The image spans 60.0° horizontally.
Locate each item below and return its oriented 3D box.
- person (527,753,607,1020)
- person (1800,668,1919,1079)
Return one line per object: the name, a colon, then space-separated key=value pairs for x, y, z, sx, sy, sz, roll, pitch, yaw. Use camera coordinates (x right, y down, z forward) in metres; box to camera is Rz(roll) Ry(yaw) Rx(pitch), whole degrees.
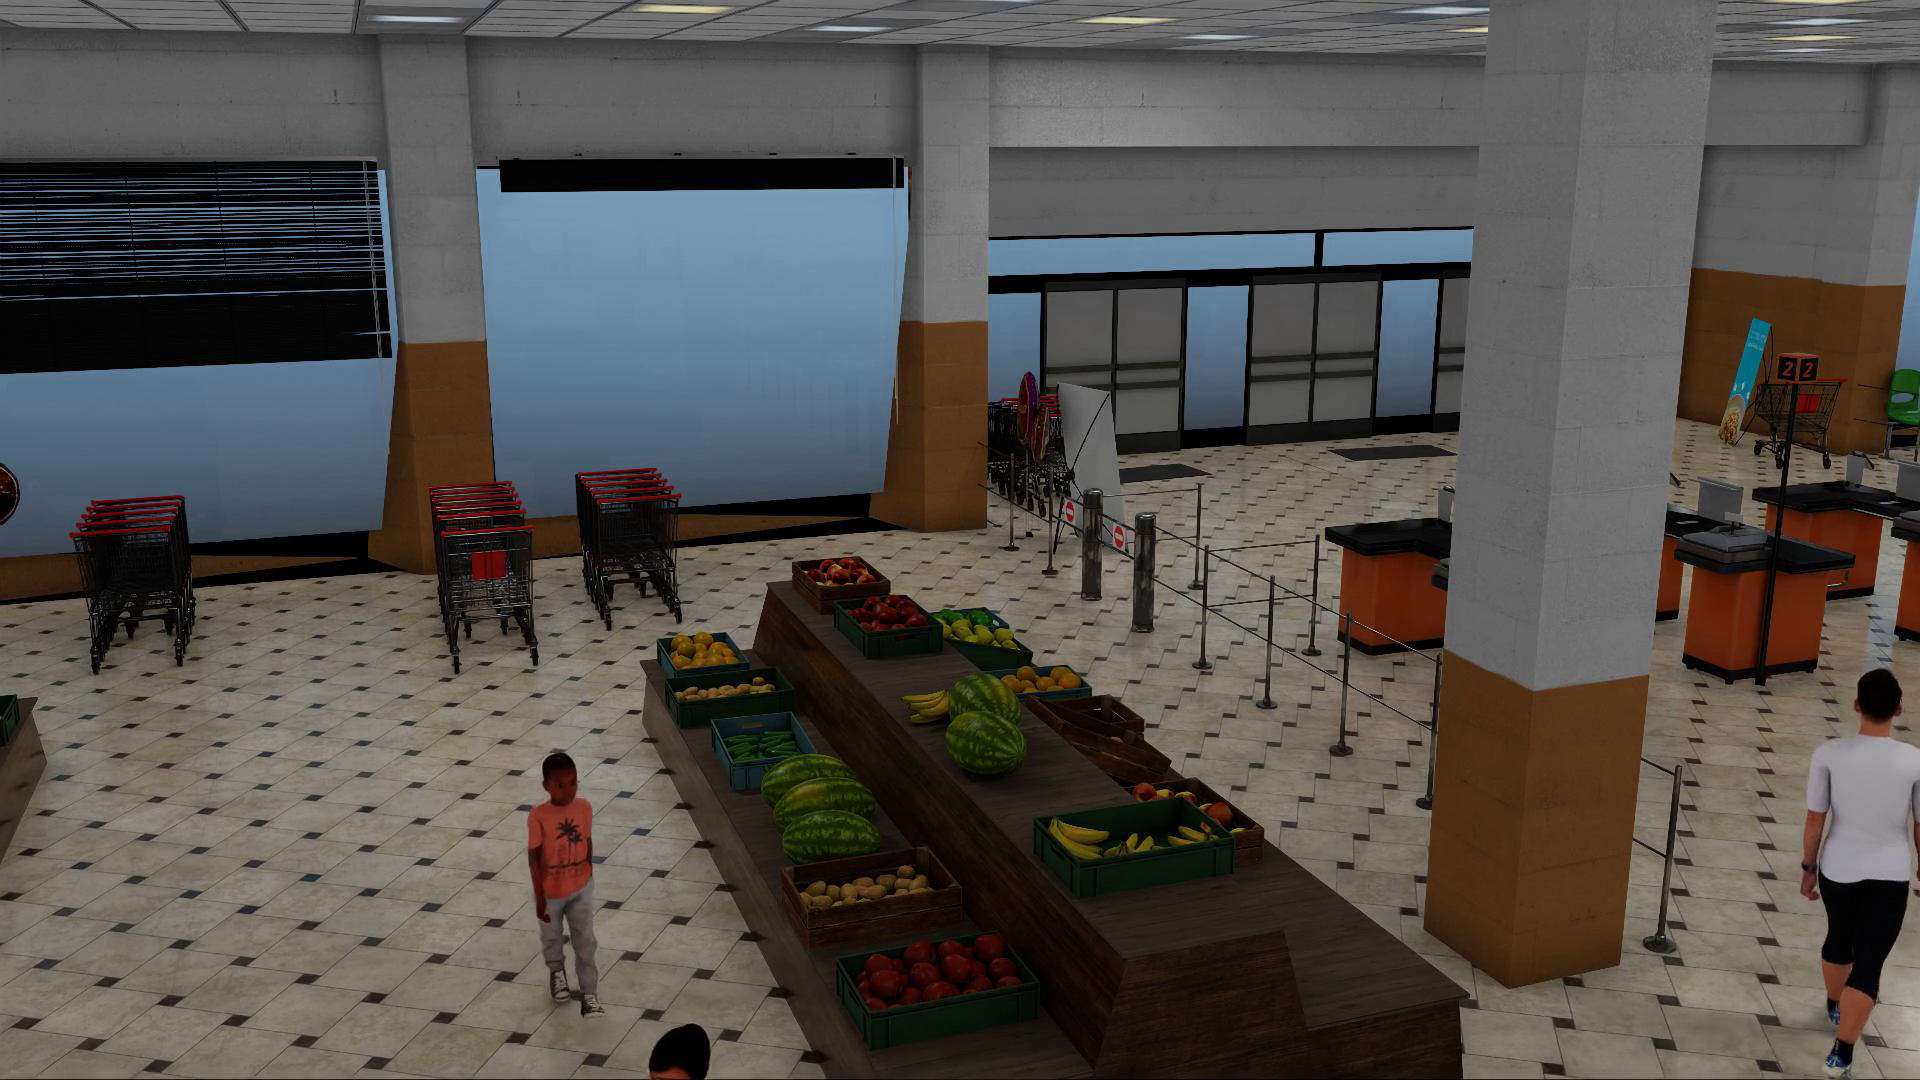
person: x=-1.928 y=1.627 z=7.971 sx=0.508 sy=1.280 sz=0.873 roll=-6 pitch=15 yaw=-23
person: x=3.989 y=1.503 z=7.331 sx=1.231 sy=1.823 sz=1.172 roll=10 pitch=17 yaw=34
